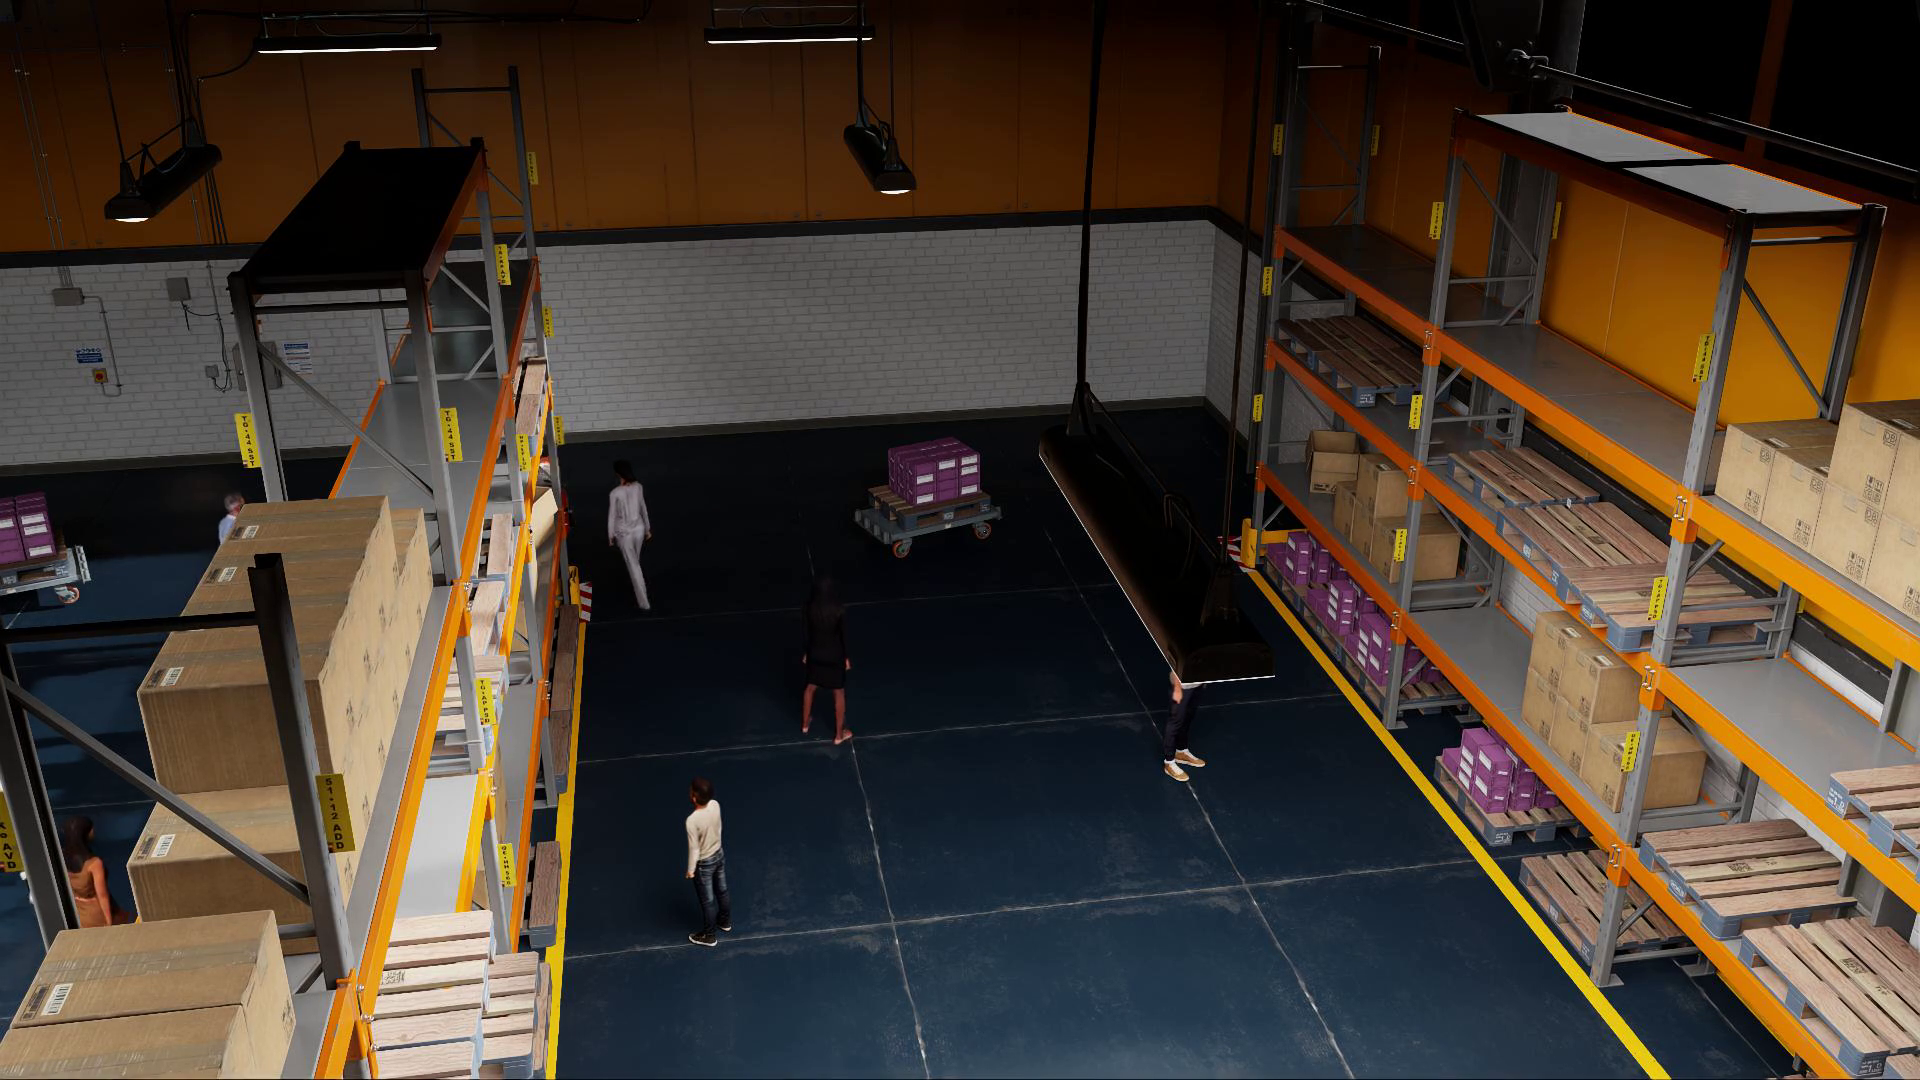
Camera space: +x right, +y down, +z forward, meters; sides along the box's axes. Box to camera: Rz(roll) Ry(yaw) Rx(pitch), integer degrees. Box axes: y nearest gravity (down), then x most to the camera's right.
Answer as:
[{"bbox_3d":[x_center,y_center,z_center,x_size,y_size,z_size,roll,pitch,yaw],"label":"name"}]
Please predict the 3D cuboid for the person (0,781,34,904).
[{"bbox_3d":[-7.748,2.204,13.581,0.807,1.657,1.125,-9,25,-20],"label":"person"}]

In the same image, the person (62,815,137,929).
[{"bbox_3d":[-6.402,2.807,12.181,0.761,1.672,0.860,9,25,19],"label":"person"}]

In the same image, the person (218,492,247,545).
[{"bbox_3d":[-7.688,0.401,17.552,1.141,1.778,1.229,-19,30,-37],"label":"person"}]

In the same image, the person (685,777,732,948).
[{"bbox_3d":[-1.994,2.516,13.107,0.688,1.464,0.614,13,27,26],"label":"person"}]

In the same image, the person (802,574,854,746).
[{"bbox_3d":[-1.276,1.131,15.968,0.826,1.710,0.802,5,24,11],"label":"person"}]

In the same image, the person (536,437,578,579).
[{"bbox_3d":[-4.695,-0.368,19.178,0.795,1.885,0.732,-1,24,-3],"label":"person"}]

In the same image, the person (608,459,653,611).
[{"bbox_3d":[-3.632,-0.033,18.582,0.897,1.749,1.019,-20,30,-38],"label":"person"}]
